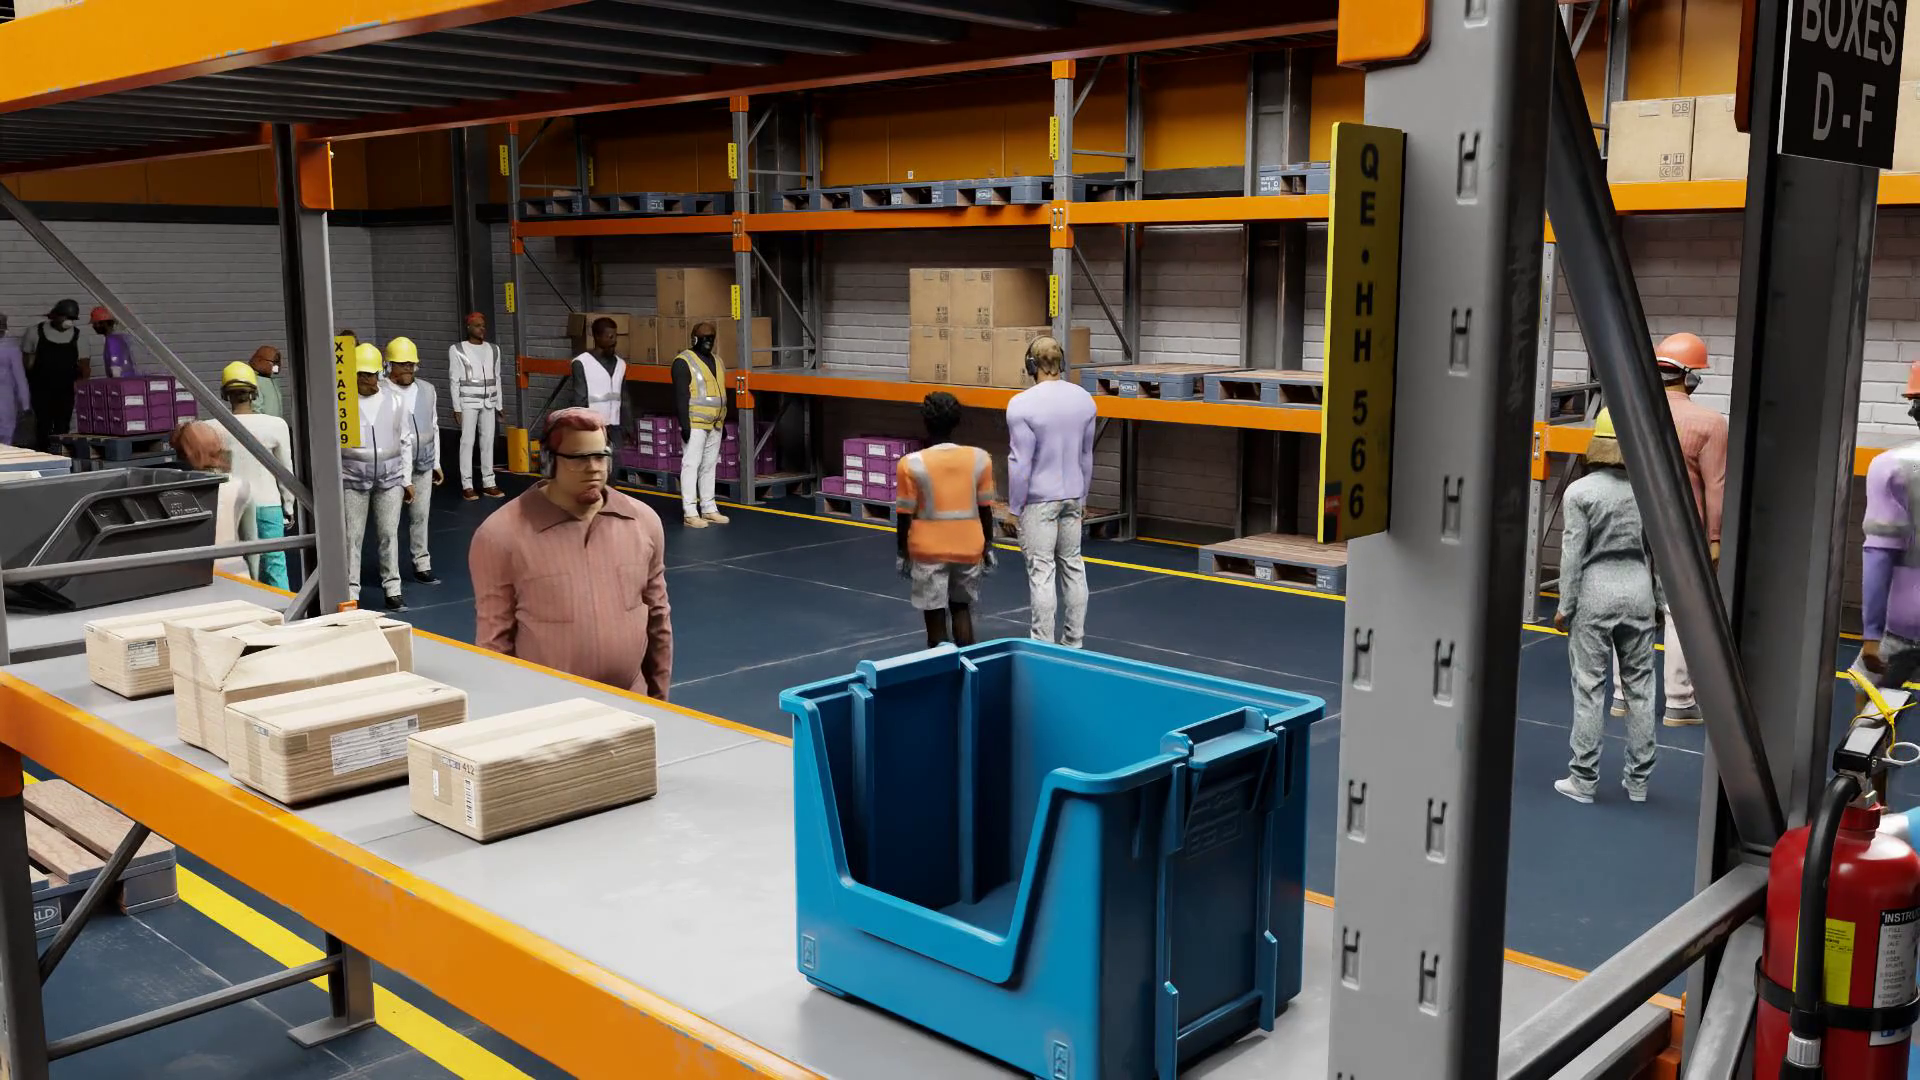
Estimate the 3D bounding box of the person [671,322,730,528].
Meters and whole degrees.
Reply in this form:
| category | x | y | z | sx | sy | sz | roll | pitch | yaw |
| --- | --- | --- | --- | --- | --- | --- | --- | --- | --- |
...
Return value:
| category | x | y | z | sx | sy | sz | roll | pitch | yaw |
| --- | --- | --- | --- | --- | --- | --- | --- | --- | --- |
| person | -2.311 | -1.036 | 14.990 | 0.430 | 1.839 | 0.619 | 5 | 11 | 29 |

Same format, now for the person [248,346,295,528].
| category | x | y | z | sx | sy | sz | roll | pitch | yaw |
| --- | --- | --- | --- | --- | --- | --- | --- | --- | --- |
| person | -6.184 | -0.920 | 14.898 | 0.281 | 1.633 | 0.499 | -1 | 9 | -3 |

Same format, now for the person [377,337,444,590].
| category | x | y | z | sx | sy | sz | roll | pitch | yaw |
| --- | --- | --- | --- | --- | --- | --- | --- | --- | --- |
| person | -4.014 | -0.551 | 12.036 | 0.404 | 1.827 | 0.600 | 9 | 13 | 43 |

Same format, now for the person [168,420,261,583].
| category | x | y | z | sx | sy | sz | roll | pitch | yaw |
| --- | --- | --- | --- | --- | --- | --- | --- | --- | --- |
| person | -3.473 | 0.256 | 7.730 | 0.552 | 1.625 | 0.523 | 9 | 13 | 43 |

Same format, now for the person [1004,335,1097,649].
| category | x | y | z | sx | sy | sz | roll | pitch | yaw |
| --- | --- | --- | --- | --- | --- | --- | --- | --- | --- |
| person | 0.512 | -0.212 | 9.644 | 0.629 | 1.933 | 0.379 | -7 | 12 | -37 |

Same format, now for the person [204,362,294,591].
| category | x | y | z | sx | sy | sz | roll | pitch | yaw |
| --- | --- | --- | --- | --- | --- | --- | --- | --- | --- |
| person | -4.275 | -0.184 | 9.989 | 0.533 | 1.765 | 0.325 | -6 | 11 | -34 |

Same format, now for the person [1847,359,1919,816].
| category | x | y | z | sx | sy | sz | roll | pitch | yaw |
| --- | --- | --- | --- | --- | --- | --- | --- | --- | --- |
| person | 3.695 | 0.287 | 6.333 | 0.634 | 2.022 | 0.659 | 1 | 9 | 6 |

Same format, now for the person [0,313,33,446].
| category | x | y | z | sx | sy | sz | roll | pitch | yaw |
| --- | --- | --- | --- | --- | --- | --- | --- | --- | --- |
| person | -9.827 | -1.372 | 16.949 | 0.655 | 1.879 | 0.453 | 0 | 9 | 2 |

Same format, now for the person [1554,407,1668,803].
| category | x | y | z | sx | sy | sz | roll | pitch | yaw |
| --- | --- | --- | --- | --- | --- | --- | --- | --- | --- |
| person | 2.829 | 0.276 | 7.237 | 0.492 | 1.740 | 0.324 | 0 | 9 | -2 |

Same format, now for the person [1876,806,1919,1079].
| category | x | y | z | sx | sy | sz | roll | pitch | yaw |
| --- | --- | --- | --- | --- | --- | --- | --- | --- | --- |
| person | 1.725 | 1.011 | 2.856 | 0.540 | 1.697 | 0.317 | 0 | 9 | 0 |

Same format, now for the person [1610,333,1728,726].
| category | x | y | z | sx | sy | sz | roll | pitch | yaw |
| --- | --- | --- | --- | --- | --- | --- | --- | --- | --- |
| person | 3.611 | -0.057 | 8.499 | 0.397 | 1.992 | 0.623 | -8 | 12 | -41 |

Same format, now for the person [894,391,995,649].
| category | x | y | z | sx | sy | sz | roll | pitch | yaw |
| --- | --- | --- | --- | --- | --- | --- | --- | --- | --- |
| person | -0.089 | 0.069 | 8.629 | 0.543 | 1.684 | 0.368 | -4 | 10 | -21 |

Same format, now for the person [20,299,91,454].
| category | x | y | z | sx | sy | sz | roll | pitch | yaw |
| --- | --- | --- | --- | --- | --- | --- | --- | --- | --- |
| person | -10.376 | -1.810 | 19.110 | 0.765 | 2.000 | 0.756 | -7 | 11 | -36 |

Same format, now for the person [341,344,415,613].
| category | x | y | z | sx | sy | sz | roll | pitch | yaw |
| --- | --- | --- | --- | --- | --- | --- | --- | --- | --- |
| person | -3.946 | -0.399 | 11.125 | 0.586 | 1.823 | 0.403 | -6 | 11 | -32 |

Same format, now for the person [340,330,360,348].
| category | x | y | z | sx | sy | sz | roll | pitch | yaw |
| --- | --- | --- | --- | --- | --- | --- | --- | --- | --- |
| person | -7.307 | -1.716 | 19.905 | 0.852 | 1.584 | 0.518 | 8 | 13 | 42 |

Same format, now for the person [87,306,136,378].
| category | x | y | z | sx | sy | sz | roll | pitch | yaw |
| --- | --- | --- | --- | --- | --- | --- | --- | --- | --- |
| person | -9.709 | -1.792 | 19.495 | 0.819 | 1.890 | 0.565 | -4 | 10 | -23 |

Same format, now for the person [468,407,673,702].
| category | x | y | z | sx | sy | sz | roll | pitch | yaw |
| --- | --- | --- | --- | --- | --- | --- | --- | --- | --- |
| person | -1.184 | 0.530 | 5.222 | 0.640 | 1.899 | 0.395 | -7 | 11 | -36 |

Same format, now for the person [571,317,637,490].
| category | x | y | z | sx | sy | sz | roll | pitch | yaw |
| --- | --- | --- | --- | --- | --- | --- | --- | --- | --- |
| person | -3.039 | -0.938 | 14.145 | 0.416 | 1.910 | 0.621 | 5 | 11 | 28 |

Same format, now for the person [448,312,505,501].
| category | x | y | z | sx | sy | sz | roll | pitch | yaw |
| --- | --- | --- | --- | --- | --- | --- | --- | --- | --- |
| person | -4.848 | -1.344 | 16.732 | 0.355 | 1.885 | 0.576 | 8 | 12 | 42 |
